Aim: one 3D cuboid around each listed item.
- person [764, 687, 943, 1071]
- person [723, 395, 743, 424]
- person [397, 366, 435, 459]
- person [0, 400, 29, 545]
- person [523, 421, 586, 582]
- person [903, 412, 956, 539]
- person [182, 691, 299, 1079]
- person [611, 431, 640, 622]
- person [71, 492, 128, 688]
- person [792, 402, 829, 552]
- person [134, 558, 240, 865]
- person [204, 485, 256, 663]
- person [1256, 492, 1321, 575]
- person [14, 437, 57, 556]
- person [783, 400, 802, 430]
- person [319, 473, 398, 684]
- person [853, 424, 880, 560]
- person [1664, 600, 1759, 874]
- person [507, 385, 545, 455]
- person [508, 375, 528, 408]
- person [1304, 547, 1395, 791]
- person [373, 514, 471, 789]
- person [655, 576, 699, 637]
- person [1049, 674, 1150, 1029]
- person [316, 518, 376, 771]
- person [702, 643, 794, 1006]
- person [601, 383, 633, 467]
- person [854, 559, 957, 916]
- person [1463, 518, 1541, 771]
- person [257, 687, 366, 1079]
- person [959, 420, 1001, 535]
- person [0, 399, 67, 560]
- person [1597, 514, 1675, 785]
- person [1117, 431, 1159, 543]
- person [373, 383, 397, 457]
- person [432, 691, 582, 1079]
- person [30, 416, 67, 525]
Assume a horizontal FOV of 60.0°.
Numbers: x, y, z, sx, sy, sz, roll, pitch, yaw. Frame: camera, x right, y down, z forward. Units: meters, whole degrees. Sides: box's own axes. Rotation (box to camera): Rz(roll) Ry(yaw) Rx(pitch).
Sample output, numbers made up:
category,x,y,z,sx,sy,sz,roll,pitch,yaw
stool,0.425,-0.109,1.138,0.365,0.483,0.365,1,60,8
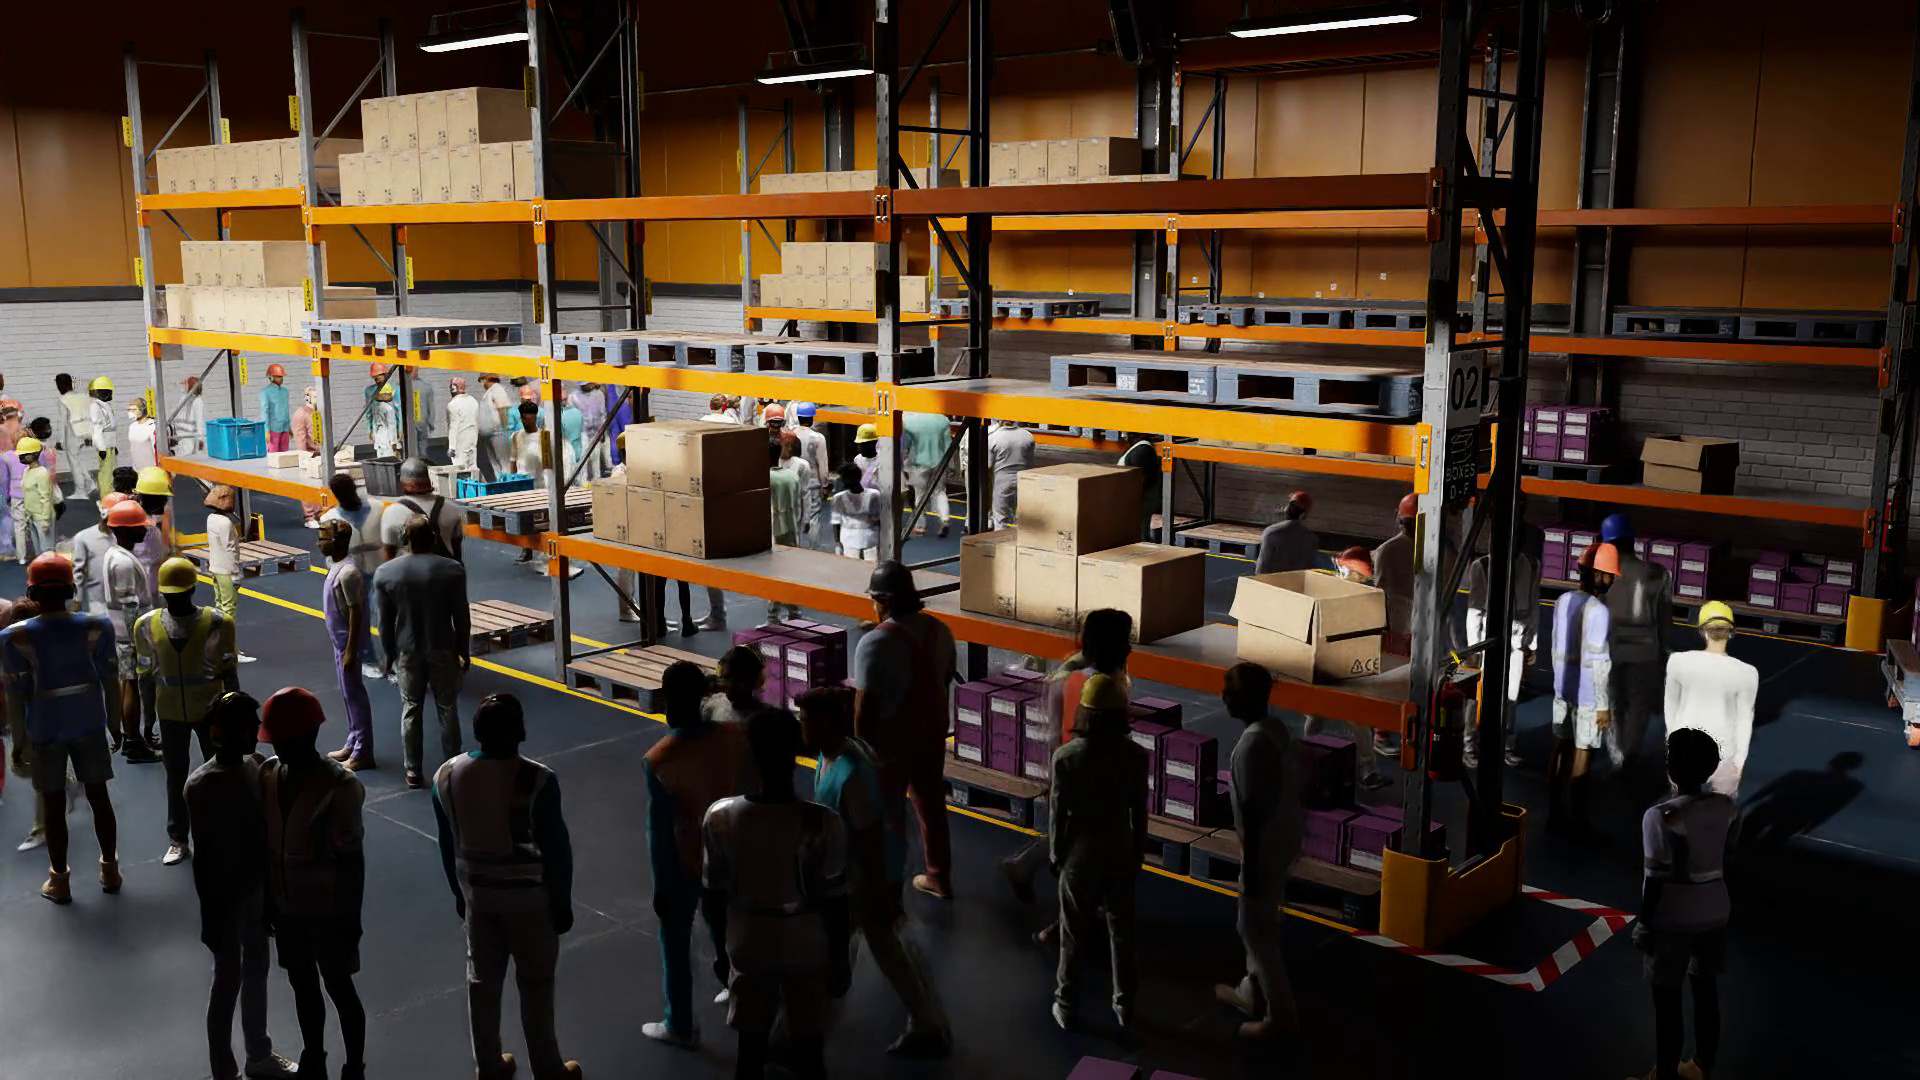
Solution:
category,x,y,z,sx,sy,sz,roll,pitch,yaw
person,-0.517,1.555,7.612,0.972,1.788,0.597,-2,10,-9
person,-3.328,-1.343,24.418,0.311,1.638,0.521,2,10,13
person,-8.960,-1.947,27.266,0.644,1.850,0.989,-6,12,-30
person,-12.161,-0.867,21.144,0.330,1.844,0.520,4,11,23
person,-4.536,-0.459,18.835,1.014,1.846,0.645,6,12,31
person,-0.412,-0.937,21.351,0.674,1.914,0.841,-3,11,-18
person,-3.173,1.568,7.341,0.326,1.863,0.509,2,10,13
person,-3.331,-0.142,16.805,0.355,1.930,0.587,0,10,-1
person,-7.144,0.457,14.004,0.587,1.724,0.357,-8,13,-40
person,-1.828,-0.668,19.731,0.618,1.945,0.394,5,11,24
person,-4.703,1.043,10.159,0.583,1.918,0.407,-2,10,-11
person,-6.654,0.310,15.092,0.289,1.632,0.497,-9,13,-41
person,2.792,0.446,14.132,0.653,1.703,0.355,-5,11,-25
person,-9.851,-0.224,17.759,0.527,1.761,0.340,9,14,42
person,-2.402,-1.389,23.876,0.384,1.924,0.589,-2,10,-12
person,-5.119,0.334,14.312,0.671,1.857,0.753,-7,12,-33
person,-0.946,-0.283,17.655,0.395,1.919,0.582,-8,13,-39
person,4.404,1.206,9.797,0.524,1.714,0.860,7,12,34
person,-6.360,-1.405,24.476,0.564,1.743,0.352,-3,11,-18
person,-7.418,-2.033,28.062,0.487,1.732,0.327,3,11,18
person,2.689,0.896,11.585,0.595,1.687,0.920,-4,11,-20
person,-3.724,0.775,11.597,0.630,1.940,0.373,-2,10,-10
person,-2.804,-0.019,16.099,0.547,1.934,0.375,1,10,4
person,0.670,1.502,8.070,0.489,1.735,0.329,-1,10,-8
person,-4.434,0.750,12.001,0.330,1.844,0.520,-5,11,-26
person,-1.114,1.415,8.223,0.569,1.855,0.413,6,12,32
person,-5.647,-2.164,27.927,0.678,2.000,0.536,7,12,34
person,-0.359,1.094,9.507,0.702,2.000,0.536,-9,13,-41
person,3.909,0.739,11.994,0.578,1.876,0.364,-3,10,-14
person,-2.812,1.563,7.183,0.543,1.929,0.386,4,11,23
person,0.251,-0.967,21.737,0.587,1.837,0.404,4,11,24
person,-11.384,-0.747,20.246,0.691,1.921,0.942,3,10,15
person,4.641,0.787,11.609,0.642,1.911,0.598,4,11,23
person,1.897,-0.430,18.124,0.536,2.000,0.702,1,10,7
person,-8.593,-1.490,24.958,0.494,1.743,0.303,9,13,41
person,-1.986,1.570,7.371,0.627,1.847,0.429,3,10,15
person,-11.292,-0.681,20.534,0.355,1.692,0.546,-2,10,-9
